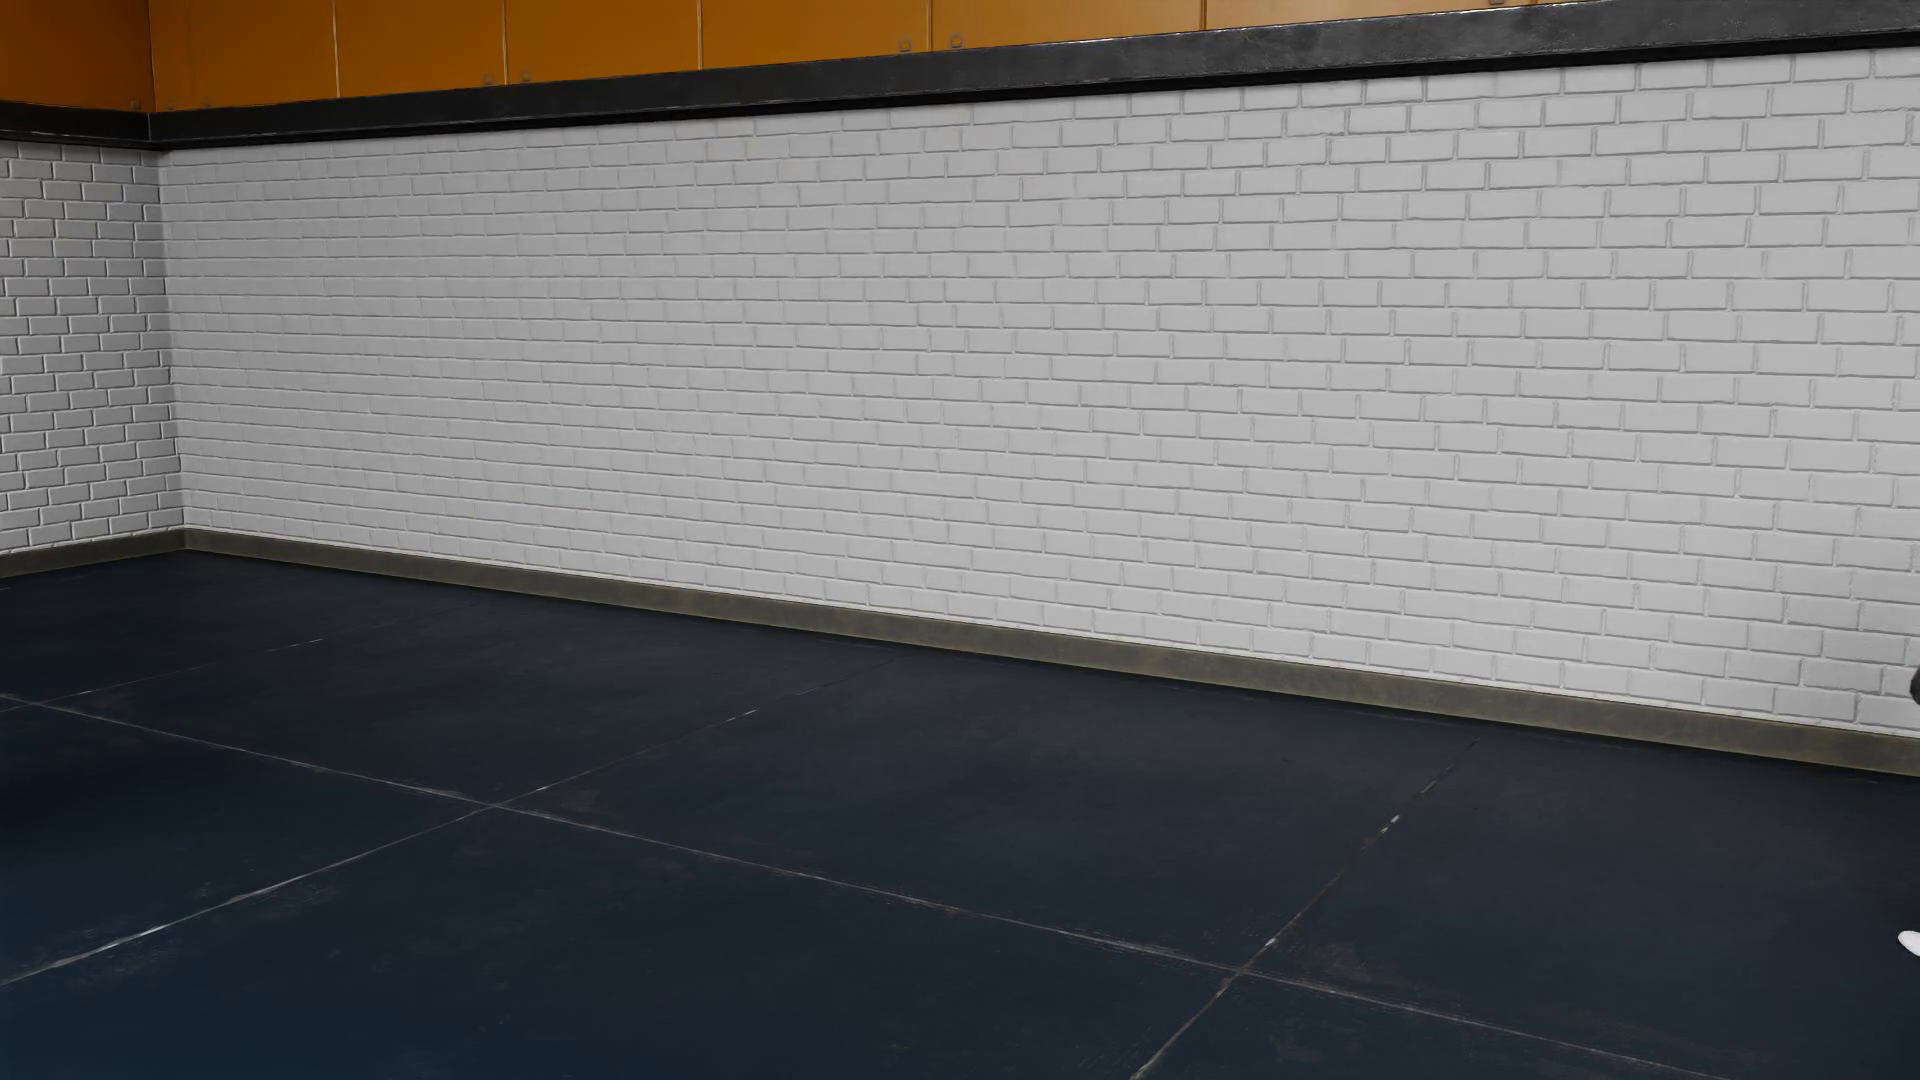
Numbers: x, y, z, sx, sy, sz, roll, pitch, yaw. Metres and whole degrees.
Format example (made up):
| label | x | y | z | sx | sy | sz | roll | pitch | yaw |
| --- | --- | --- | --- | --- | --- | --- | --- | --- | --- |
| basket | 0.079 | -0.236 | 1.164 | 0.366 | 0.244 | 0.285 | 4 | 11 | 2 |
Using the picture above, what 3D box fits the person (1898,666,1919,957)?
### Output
| label | x | y | z | sx | sy | sz | roll | pitch | yaw |
| --- | --- | --- | --- | --- | --- | --- | --- | --- | --- |
| person | 3.046 | 0.311 | 4.803 | 0.652 | 1.904 | 0.403 | -2 | 9 | -10 |
